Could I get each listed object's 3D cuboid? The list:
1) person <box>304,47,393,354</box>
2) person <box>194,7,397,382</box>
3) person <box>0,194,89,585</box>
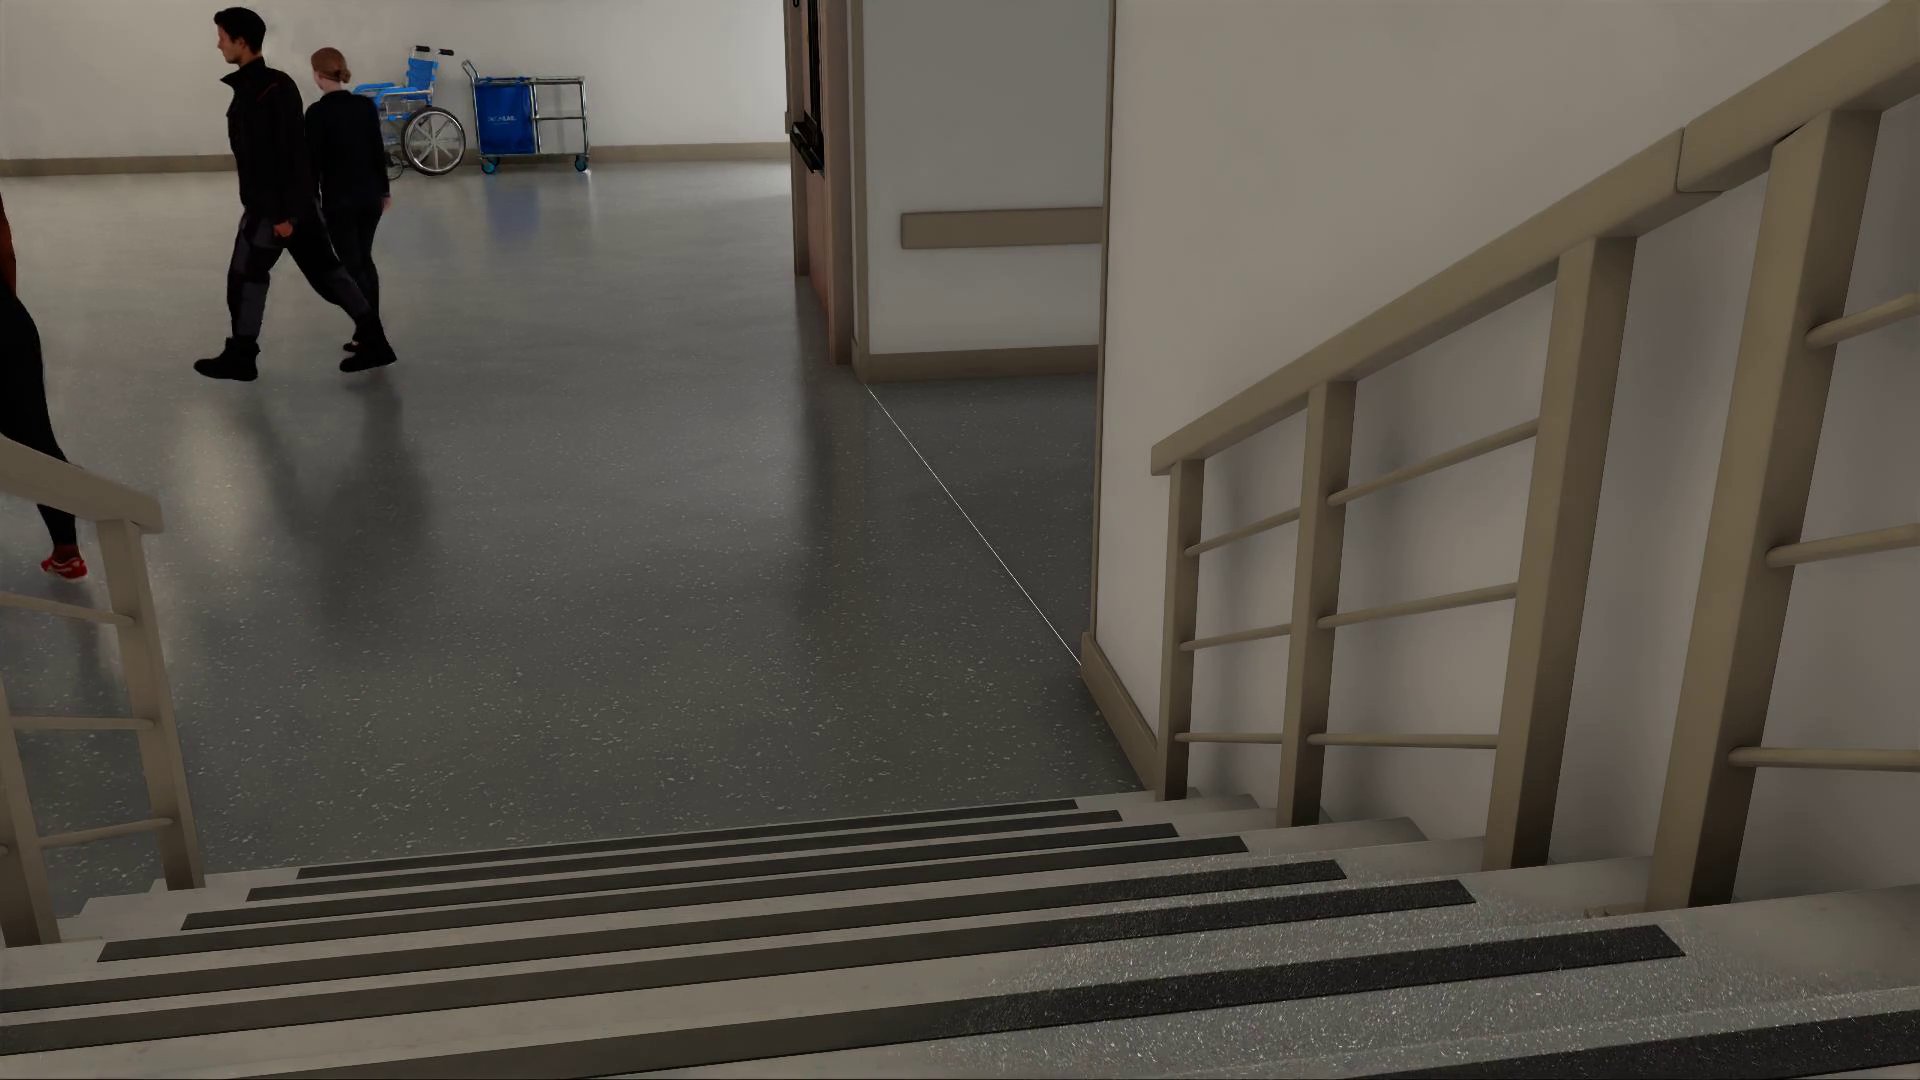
[{"bbox_3d":[-3.354,-1.875,9.289,0.775,1.679,0.705,11,23,27],"label":"person"},{"bbox_3d":[-3.413,-1.730,8.612,0.917,1.886,1.232,0,21,-1],"label":"person"},{"bbox_3d":[-3.477,-0.659,5.959,1.159,1.763,1.149,11,23,27],"label":"person"}]
